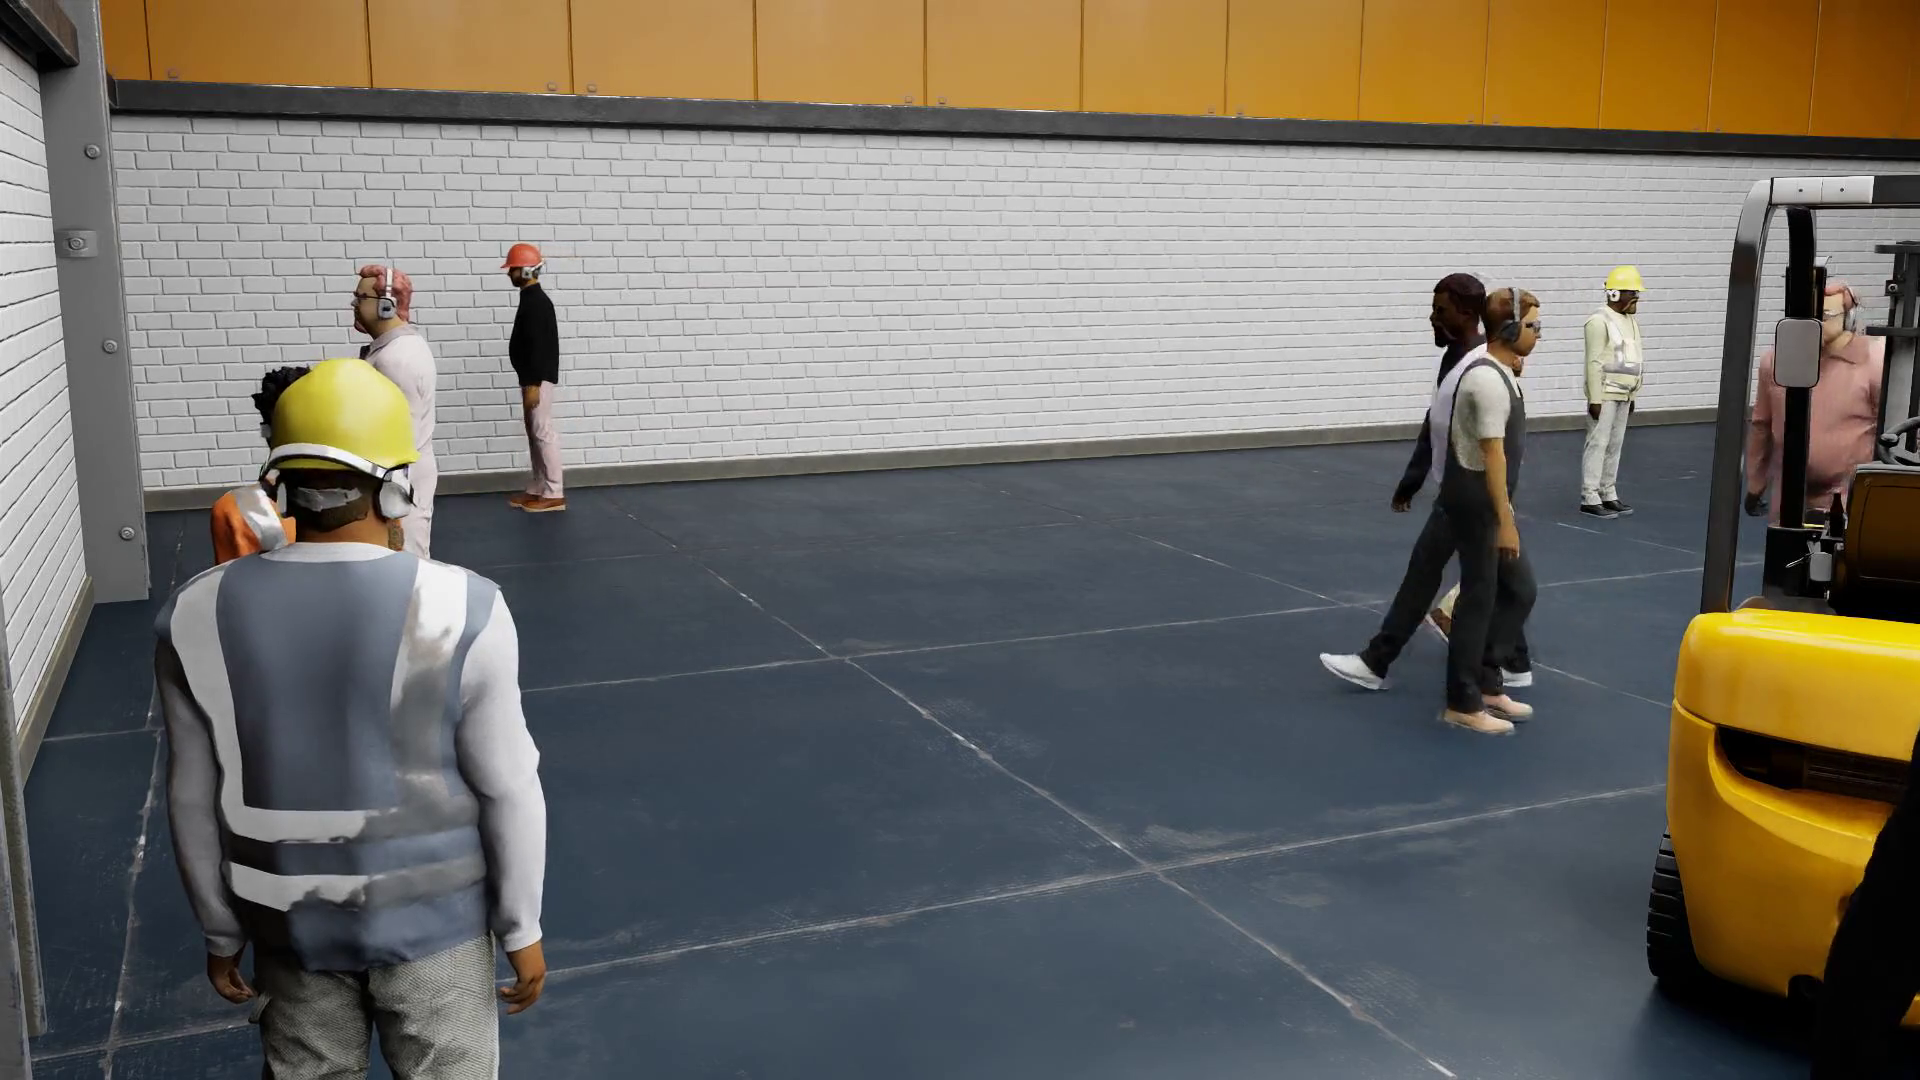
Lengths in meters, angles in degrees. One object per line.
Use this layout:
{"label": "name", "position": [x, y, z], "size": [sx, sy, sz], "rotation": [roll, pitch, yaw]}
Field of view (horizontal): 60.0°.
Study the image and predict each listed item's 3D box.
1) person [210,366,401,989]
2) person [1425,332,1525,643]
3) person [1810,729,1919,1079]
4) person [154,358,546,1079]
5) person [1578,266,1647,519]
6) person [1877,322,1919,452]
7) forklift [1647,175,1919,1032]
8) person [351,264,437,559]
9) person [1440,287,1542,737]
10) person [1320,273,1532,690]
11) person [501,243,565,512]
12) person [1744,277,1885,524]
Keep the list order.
{"label": "person", "position": [-1.730, 0.382, 4.481], "size": [0.320, 1.690, 0.535], "rotation": [8, 13, 38]}
{"label": "person", "position": [2.506, -0.229, 8.007], "size": [0.391, 1.616, 0.518], "rotation": [0, 10, -2]}
{"label": "person", "position": [1.464, 0.763, 2.081], "size": [0.718, 1.808, 0.435], "rotation": [7, 13, 35]}
{"label": "person", "position": [-0.983, 0.615, 2.793], "size": [0.600, 1.828, 0.404], "rotation": [0, 10, 1]}
{"label": "person", "position": [4.748, -1.071, 12.100], "size": [0.593, 1.825, 0.403], "rotation": [-9, 14, -42]}
{"label": "person", "position": [5.676, -0.696, 10.007], "size": [0.452, 1.826, 0.646], "rotation": [0, 10, 0]}
{"label": "forklift", "position": [2.810, 0.094, 4.662], "size": [1.214, 2.155, 2.313], "rotation": [7, 12, 34]}
{"label": "person", "position": [-2.430, -0.210, 7.117], "size": [0.410, 1.913, 0.642], "rotation": [-3, 11, -16]}
{"label": "person", "position": [2.196, -0.096, 6.735], "size": [0.485, 1.832, 0.563], "rotation": [5, 11, 25]}
{"label": "person", "position": [2.137, -0.236, 7.389], "size": [1.020, 1.864, 0.601], "rotation": [0, 10, 3]}
{"label": "person", "position": [-3.172, -1.200, 12.353], "size": [0.394, 1.992, 0.623], "rotation": [-3, 11, -17]}
{"label": "person", "position": [3.928, -0.251, 7.486], "size": [0.871, 1.867, 0.666], "rotation": [-7, 12, -33]}
